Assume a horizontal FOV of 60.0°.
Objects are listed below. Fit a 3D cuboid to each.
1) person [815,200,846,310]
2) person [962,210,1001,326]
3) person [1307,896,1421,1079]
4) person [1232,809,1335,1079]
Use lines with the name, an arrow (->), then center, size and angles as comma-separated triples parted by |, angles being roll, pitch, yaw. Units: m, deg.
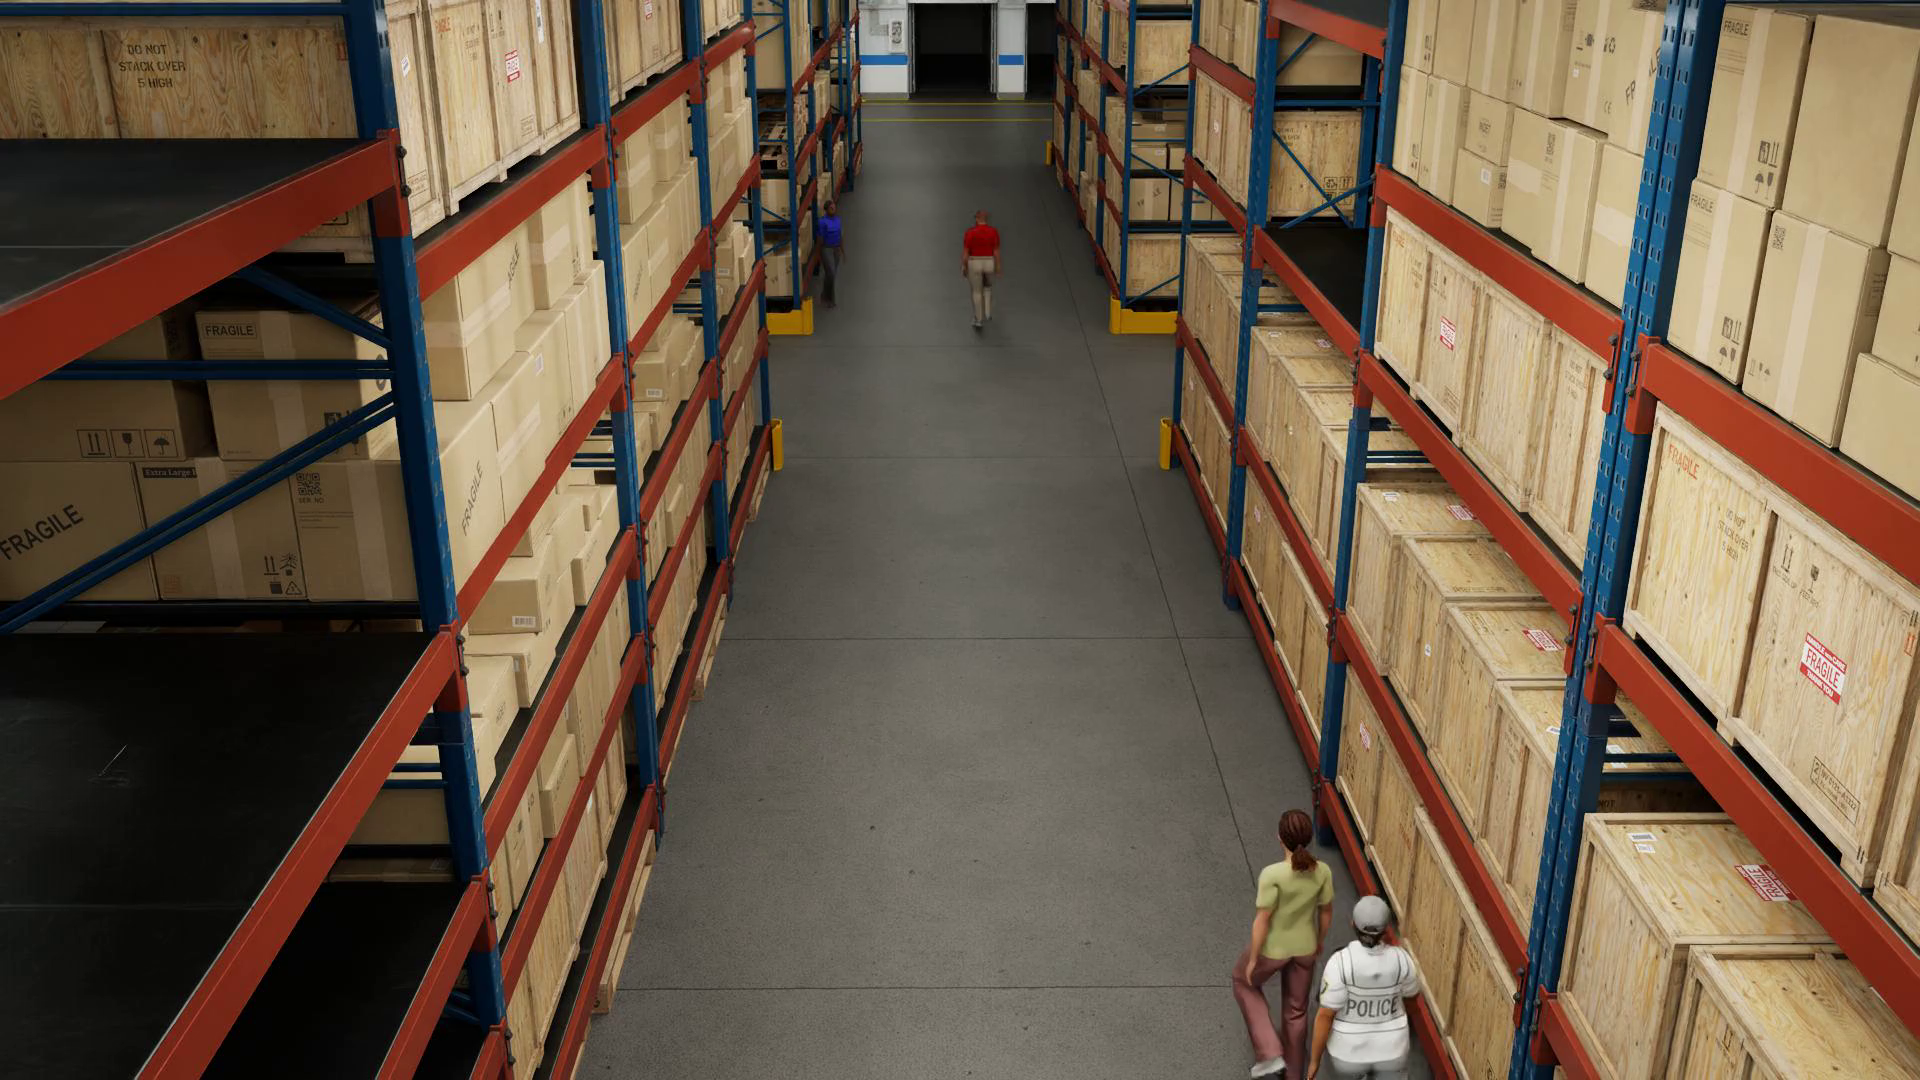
person -> -2.027, -4.466, 25.989 | 0.450, 1.686, 0.490 | 17, 27, 36
person -> 0.313, -4.066, 24.843 | 0.570, 1.738, 0.460 | -7, 23, -18
person -> 1.998, 2.483, 8.339 | 0.621, 1.628, 0.892 | -1, 22, -4
person -> 1.744, 2.205, 8.971 | 0.501, 1.677, 0.462 | -4, 22, -10
